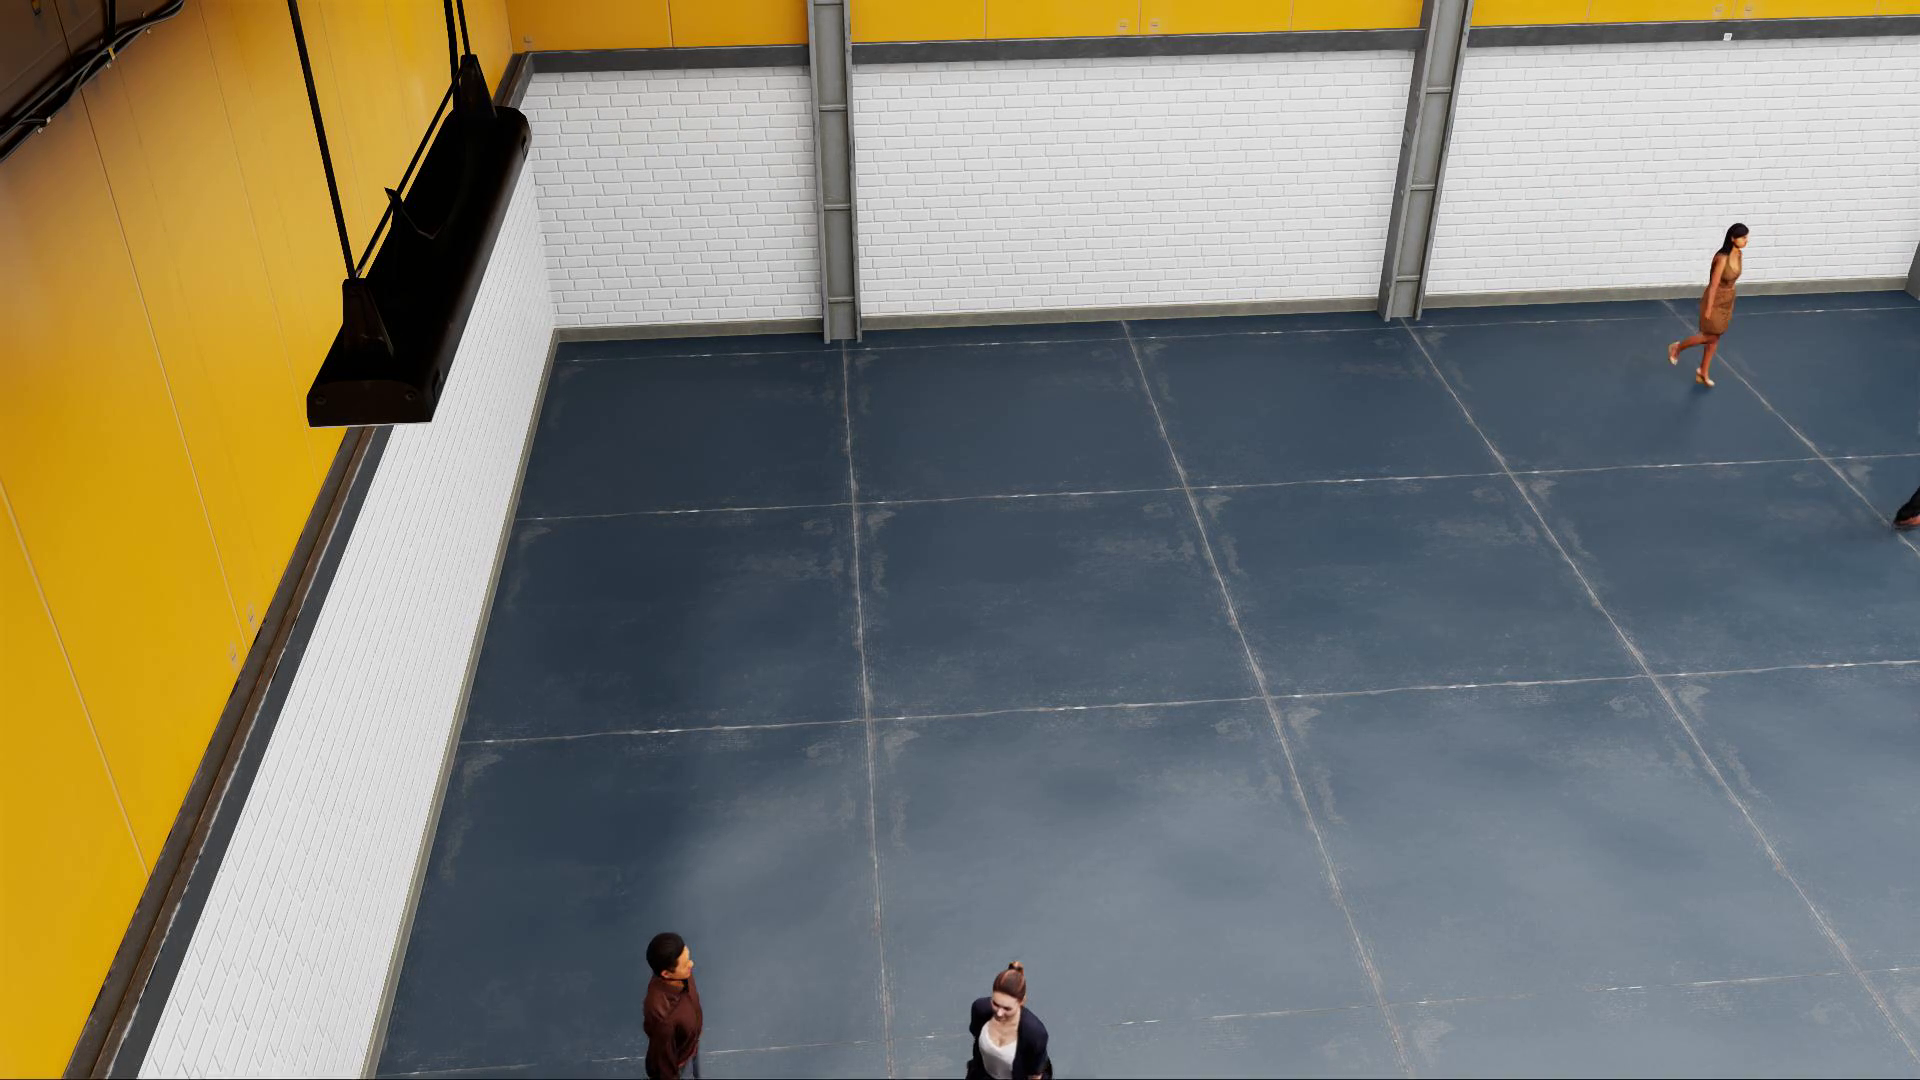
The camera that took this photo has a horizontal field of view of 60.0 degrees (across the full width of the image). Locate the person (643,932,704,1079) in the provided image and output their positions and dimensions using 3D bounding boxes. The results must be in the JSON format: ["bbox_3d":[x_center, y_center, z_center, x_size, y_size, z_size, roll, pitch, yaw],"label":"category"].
[{"bbox_3d":[-1.572,2.693,8.656,0.971,1.763,0.748,2,34,3],"label":"person"}]

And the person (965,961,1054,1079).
[{"bbox_3d":[0.298,2.749,8.677,1.038,1.646,1.019,19,38,26],"label":"person"}]

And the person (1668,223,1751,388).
[{"bbox_3d":[7.333,-2.318,16.268,0.825,1.681,0.849,-23,40,-31],"label":"person"}]
